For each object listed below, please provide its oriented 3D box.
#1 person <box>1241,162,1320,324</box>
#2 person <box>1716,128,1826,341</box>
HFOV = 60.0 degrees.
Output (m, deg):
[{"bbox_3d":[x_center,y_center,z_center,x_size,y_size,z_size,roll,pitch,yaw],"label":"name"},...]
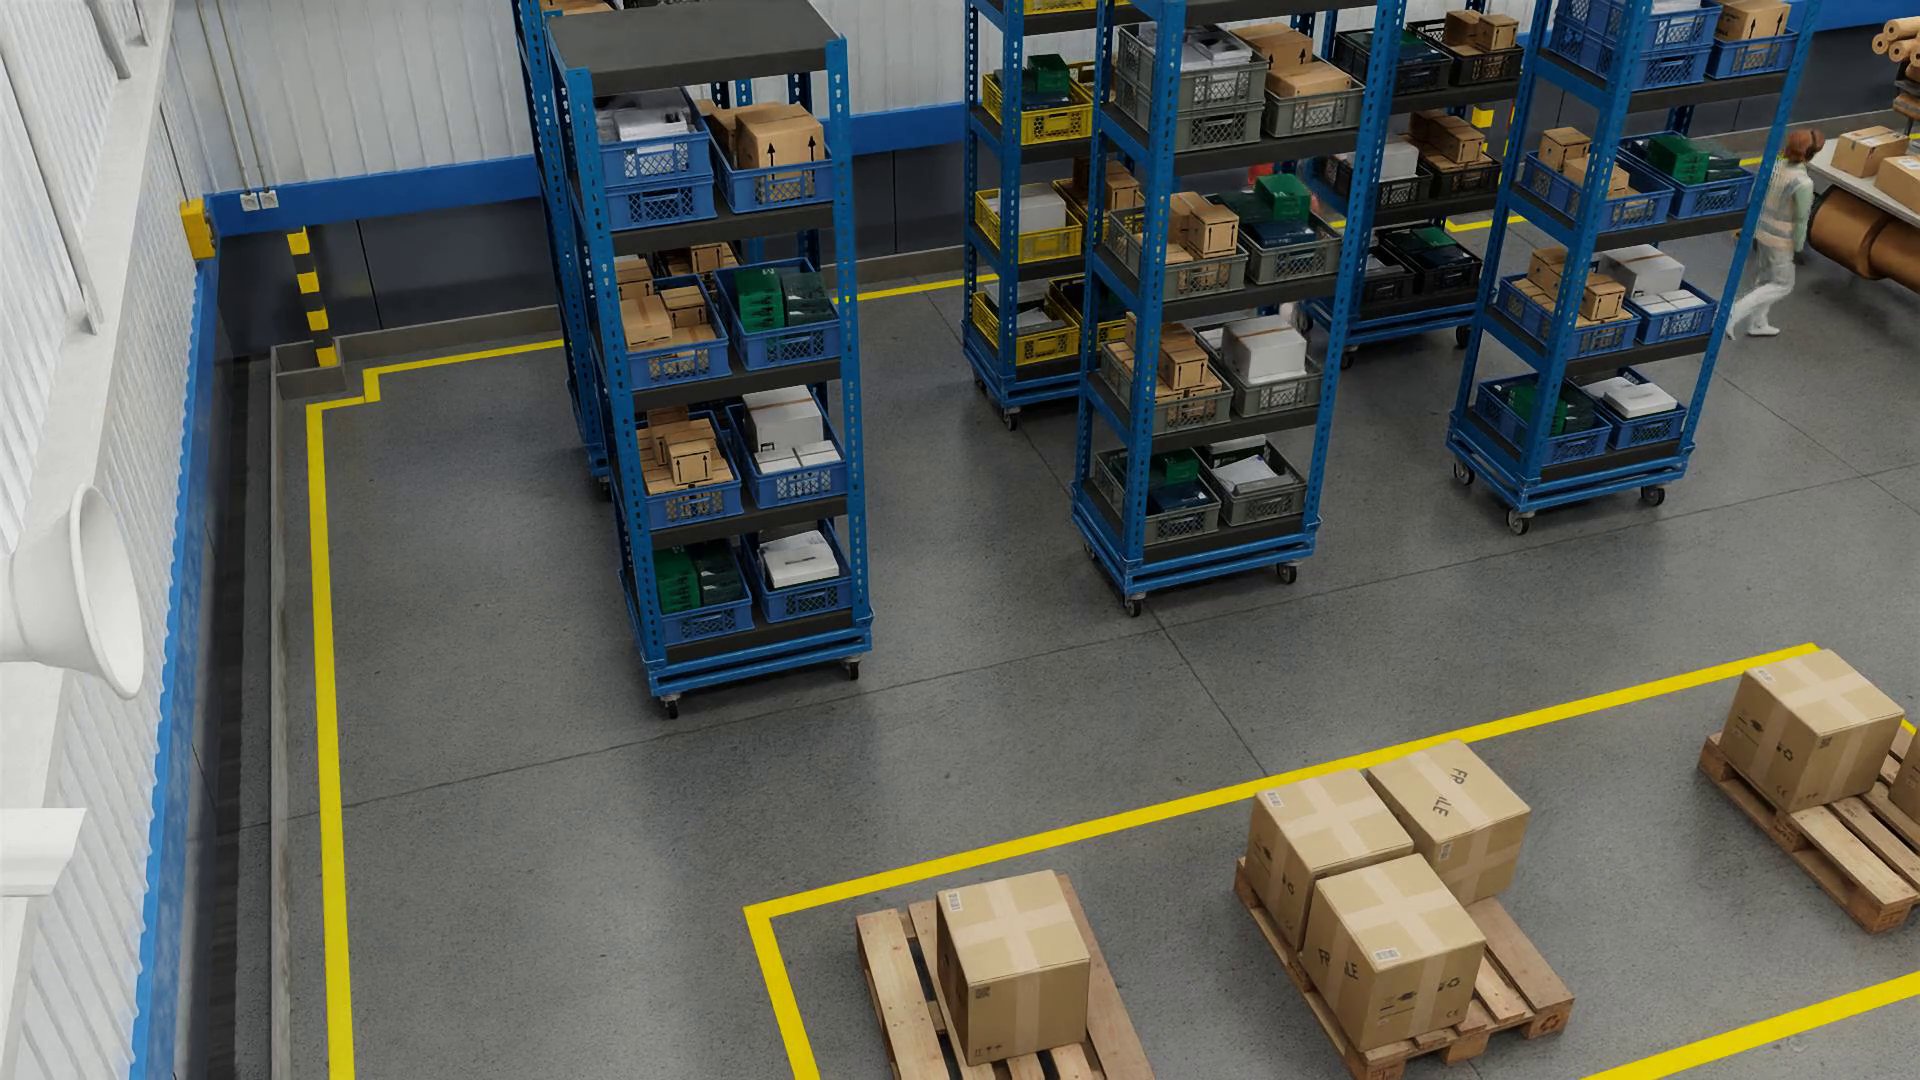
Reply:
[{"bbox_3d":[2.036,-1.744,11.057,0.638,1.944,0.671,11,37,15],"label":"person"},{"bbox_3d":[5.848,-2.156,11.915,0.532,1.620,0.540,0,35,0],"label":"person"}]
